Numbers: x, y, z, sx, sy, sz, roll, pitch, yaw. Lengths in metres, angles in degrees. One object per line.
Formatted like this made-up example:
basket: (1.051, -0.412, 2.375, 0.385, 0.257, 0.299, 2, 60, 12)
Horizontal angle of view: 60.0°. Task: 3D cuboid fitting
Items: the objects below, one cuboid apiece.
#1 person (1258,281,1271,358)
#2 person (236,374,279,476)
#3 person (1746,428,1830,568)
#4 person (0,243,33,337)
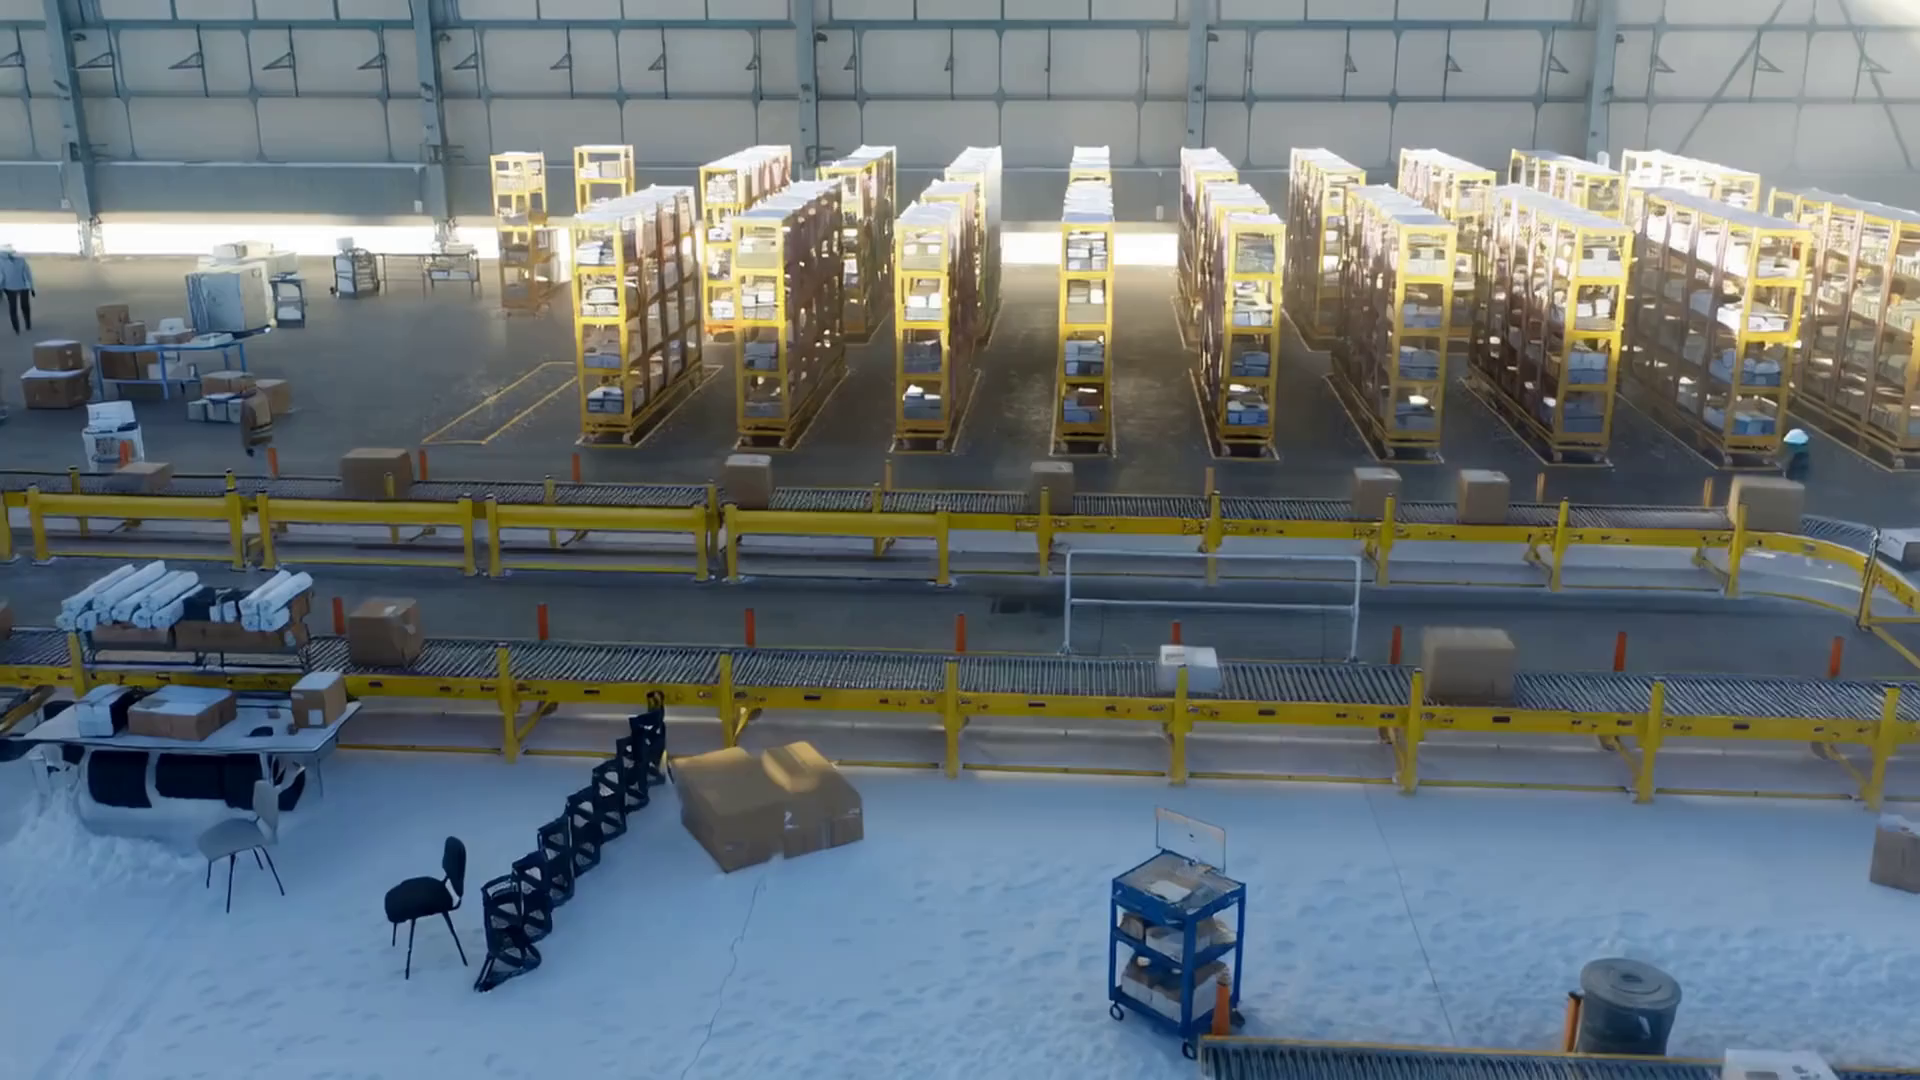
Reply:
person: (5.795, -4.357, 32.410, 0.858, 1.808, 0.605, 2, 18, 7)
person: (-9.860, -1.418, 23.105, 0.849, 1.799, 0.624, 7, 19, 21)
person: (10.318, -0.533, 20.448, 0.941, 1.716, 0.513, 12, 21, 34)
person: (-20.038, -5.343, 35.336, 0.615, 1.958, 1.001, -7, 19, -21)
